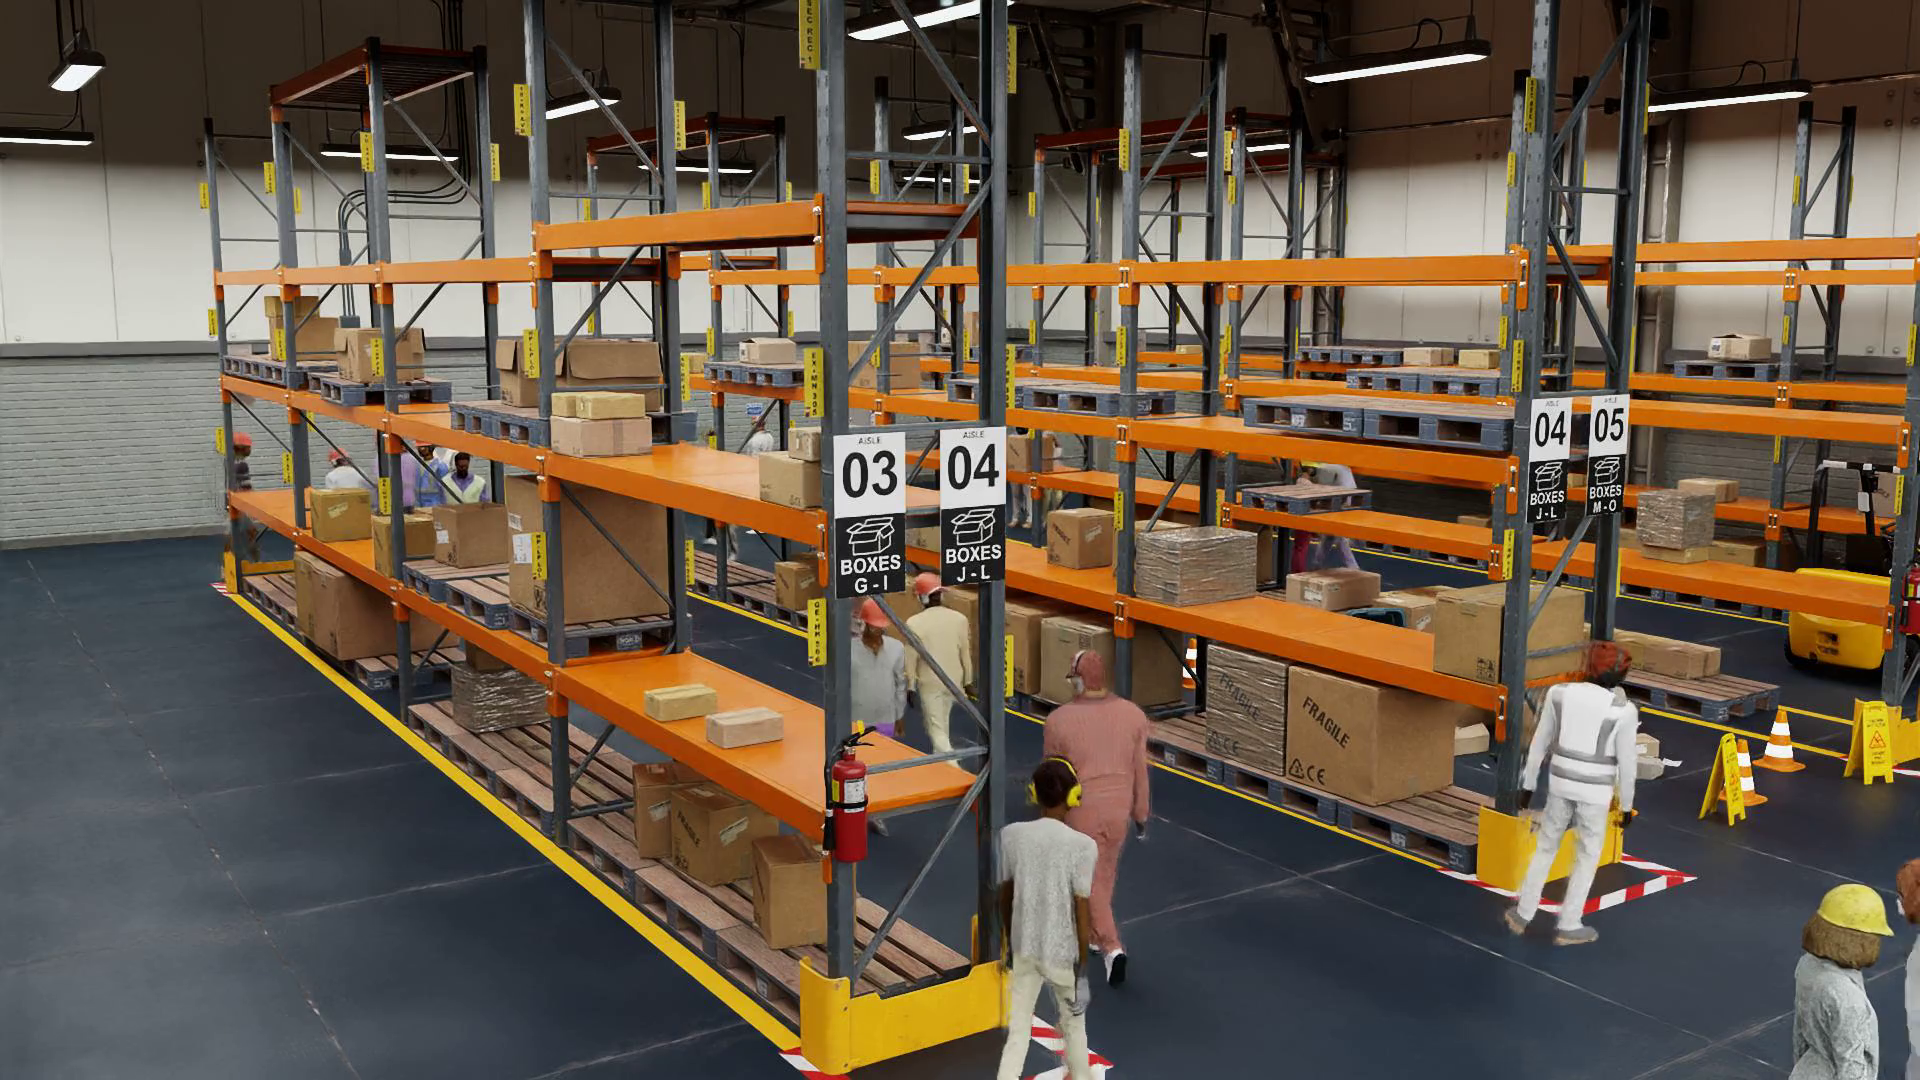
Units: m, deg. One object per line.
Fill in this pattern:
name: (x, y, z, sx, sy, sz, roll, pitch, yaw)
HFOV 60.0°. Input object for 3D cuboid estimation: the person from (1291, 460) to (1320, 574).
person: (4.560, -0.250, 21.944, 0.329, 1.765, 0.526, 0, 9, -3)

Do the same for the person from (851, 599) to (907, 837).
person: (-0.664, 1.250, 12.046, 0.561, 1.734, 0.518, -4, 9, -23)

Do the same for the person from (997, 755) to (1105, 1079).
person: (0.395, 1.892, 7.596, 0.527, 1.797, 1.060, 4, 9, 24)

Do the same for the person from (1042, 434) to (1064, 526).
person: (1.527, -0.956, 27.256, 0.549, 1.577, 0.729, -4, 10, -26)

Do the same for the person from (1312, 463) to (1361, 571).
person: (5.170, -0.466, 22.464, 0.915, 2.000, 0.691, 5, 10, 28)

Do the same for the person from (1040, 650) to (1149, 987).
person: (0.792, 1.569, 9.527, 0.651, 1.872, 0.882, -3, 9, -18)

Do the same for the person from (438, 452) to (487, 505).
person: (-6.247, -0.173, 20.973, 0.599, 1.904, 0.379, -3, 9, -19)

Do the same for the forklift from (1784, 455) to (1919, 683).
forklift: (9.643, 0.253, 17.172, 2.313, 2.155, 1.214, -6, 10, -33)

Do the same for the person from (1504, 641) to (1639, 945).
person: (3.684, 1.508, 9.946, 0.667, 1.854, 0.440, 8, 12, 44)

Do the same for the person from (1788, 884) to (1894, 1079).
person: (3.266, 2.125, 6.216, 0.304, 1.740, 0.485, 1, 9, 7)

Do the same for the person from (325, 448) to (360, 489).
person: (-8.686, -0.444, 23.476, 0.888, 1.709, 0.551, 7, 11, 40)

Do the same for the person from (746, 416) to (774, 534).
person: (-3.242, -1.050, 26.782, 0.407, 1.913, 0.641, 3, 9, 16)

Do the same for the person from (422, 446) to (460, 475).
person: (-7.865, -0.830, 25.308, 0.613, 1.910, 0.438, -2, 9, -15)

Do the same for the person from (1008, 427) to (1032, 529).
person: (1.022, -1.103, 27.402, 0.624, 1.837, 0.429, 7, 11, 37)

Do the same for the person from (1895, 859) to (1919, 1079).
person: (4.016, 2.106, 6.744, 0.510, 1.611, 0.545, 4, 9, 26)

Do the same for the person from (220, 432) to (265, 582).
person: (-9.621, -0.455, 22.481, 0.933, 2.004, 0.616, -6, 10, -33)

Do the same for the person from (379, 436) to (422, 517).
person: (-7.696, -0.532, 23.094, 0.769, 2.007, 0.547, -7, 11, -39)

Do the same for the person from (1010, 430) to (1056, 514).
person: (1.358, -1.324, 29.025, 0.908, 1.781, 0.591, 3, 9, 17)

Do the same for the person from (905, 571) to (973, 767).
person: (-0.138, 1.113, 13.038, 0.585, 1.718, 0.753, -5, 10, -31)

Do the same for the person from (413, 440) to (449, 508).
person: (-7.083, -0.427, 22.195, 0.606, 2.044, 0.373, 5, 10, 32)
